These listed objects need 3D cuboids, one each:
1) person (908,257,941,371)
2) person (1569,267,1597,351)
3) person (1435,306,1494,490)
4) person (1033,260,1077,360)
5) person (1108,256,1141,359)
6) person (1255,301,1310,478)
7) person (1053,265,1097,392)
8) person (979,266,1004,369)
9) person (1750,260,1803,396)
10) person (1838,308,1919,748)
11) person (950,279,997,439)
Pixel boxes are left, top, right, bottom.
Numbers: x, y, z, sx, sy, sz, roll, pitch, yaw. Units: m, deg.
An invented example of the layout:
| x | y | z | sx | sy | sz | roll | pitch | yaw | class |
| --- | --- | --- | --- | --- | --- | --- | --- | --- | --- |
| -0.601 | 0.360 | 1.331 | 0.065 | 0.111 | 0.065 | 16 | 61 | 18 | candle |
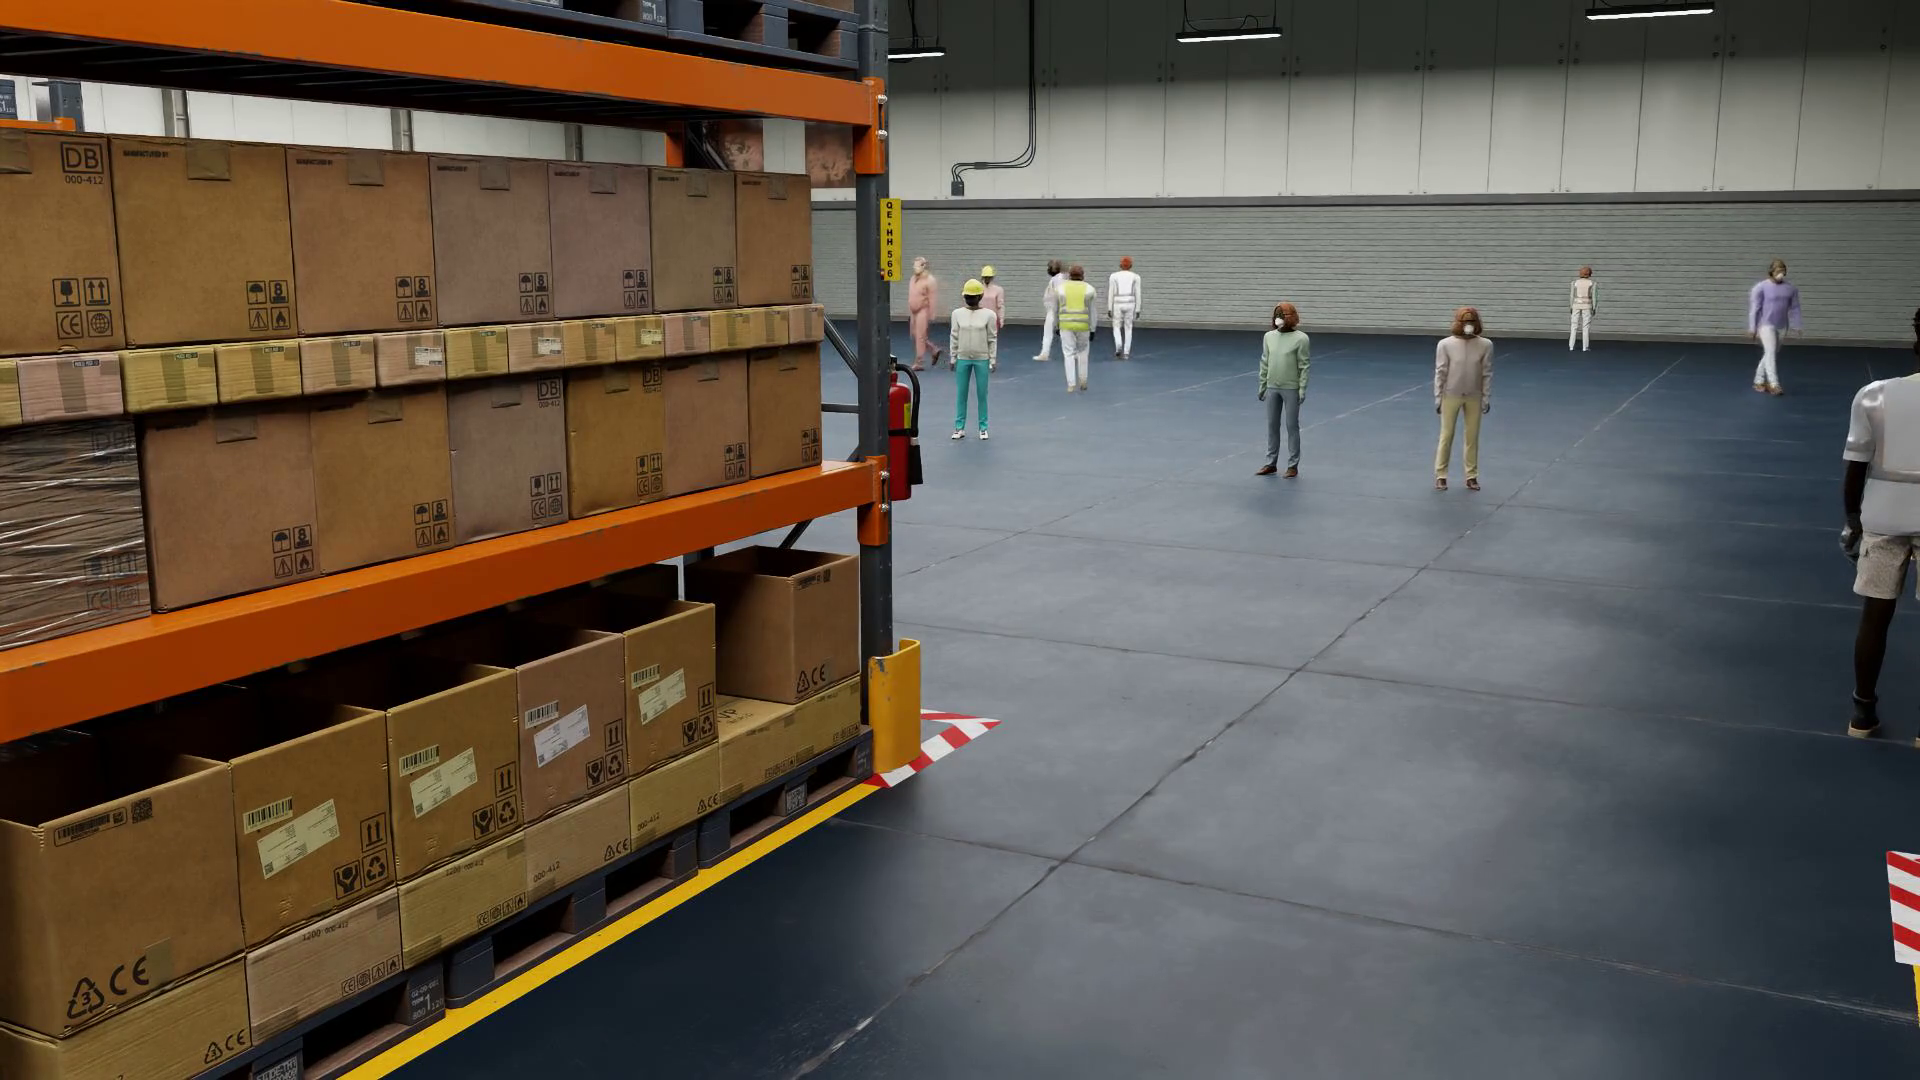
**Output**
| x | y | z | sx | sy | sz | roll | pitch | yaw | class |
| --- | --- | --- | --- | --- | --- | --- | --- | --- | --- |
| -0.596 | -3.748 | 27.588 | 0.663 | 1.888 | 0.659 | -7 | 12 | -33 | person |
| 12.061 | -4.464 | 32.203 | 0.510 | 1.634 | 0.312 | 7 | 12 | 32 | person |
| 4.432 | -1.239 | 14.649 | 0.497 | 1.626 | 0.296 | 1 | 10 | 4 | person |
| 1.787 | -4.128 | 29.899 | 0.868 | 1.816 | 0.636 | 0 | 10 | 2 | person |
| 2.991 | -4.227 | 30.254 | 0.613 | 1.869 | 0.414 | 0 | 10 | 1 | person |
| 3.000 | -1.394 | 15.457 | 0.507 | 1.632 | 0.273 | 9 | 14 | 42 | person |
| 1.662 | -3.063 | 24.096 | 0.622 | 1.806 | 0.827 | 1 | 10 | 3 | person |
| 0.474 | -3.686 | 27.687 | 0.528 | 1.738 | 0.792 | 1 | 10 | 5 | person |
| 11.503 | -2.996 | 23.517 | 0.644 | 1.896 | 1.017 | -1 | 10 | -4 | person |
| 4.212 | -0.068 | 7.319 | 0.613 | 1.963 | 0.362 | 9 | 14 | 41 | person |
| 0.143 | -1.979 | 18.305 | 0.523 | 1.762 | 0.329 | 2 | 11 | 10 | person |
